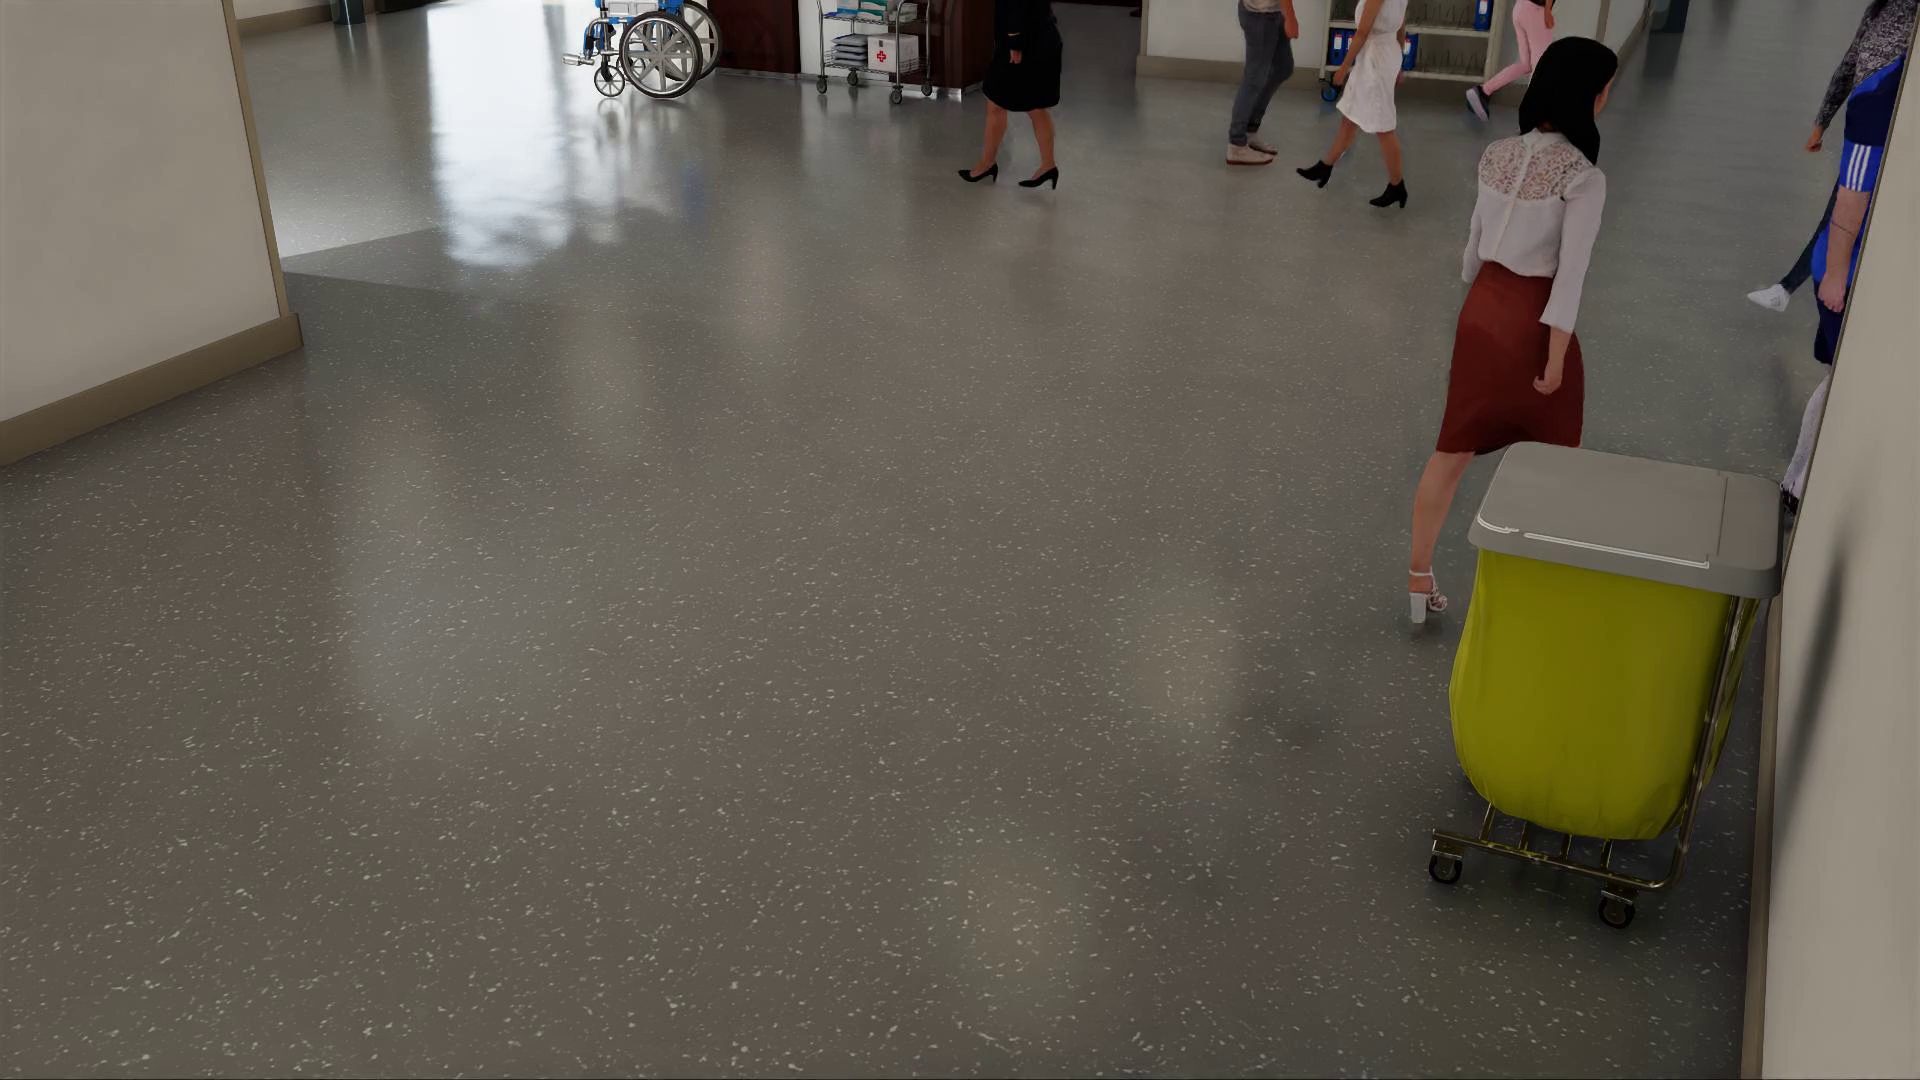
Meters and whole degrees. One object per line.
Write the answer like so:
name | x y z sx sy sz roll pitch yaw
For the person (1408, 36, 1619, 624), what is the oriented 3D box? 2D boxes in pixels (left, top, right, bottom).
person | 1.544 -0.525 4.815 1.053 1.706 1.109 -16 30 -30

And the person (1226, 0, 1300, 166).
person | 1.787 -3.260 10.287 0.734 1.880 0.732 2 26 4

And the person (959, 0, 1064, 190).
person | 0.469 -2.868 9.748 0.847 1.642 0.722 9 27 17

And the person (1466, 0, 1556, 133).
person | 3.808 -3.529 11.236 0.913 1.541 0.763 -2 26 -4

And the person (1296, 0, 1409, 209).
person | 2.429 -2.617 9.365 0.969 1.521 0.616 15 29 28

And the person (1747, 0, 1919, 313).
person | 4.245 -1.819 7.546 1.286 1.666 1.131 -5 26 -9

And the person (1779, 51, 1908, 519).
person | 2.918 -0.900 5.456 0.782 1.824 0.795 -19 31 -33
